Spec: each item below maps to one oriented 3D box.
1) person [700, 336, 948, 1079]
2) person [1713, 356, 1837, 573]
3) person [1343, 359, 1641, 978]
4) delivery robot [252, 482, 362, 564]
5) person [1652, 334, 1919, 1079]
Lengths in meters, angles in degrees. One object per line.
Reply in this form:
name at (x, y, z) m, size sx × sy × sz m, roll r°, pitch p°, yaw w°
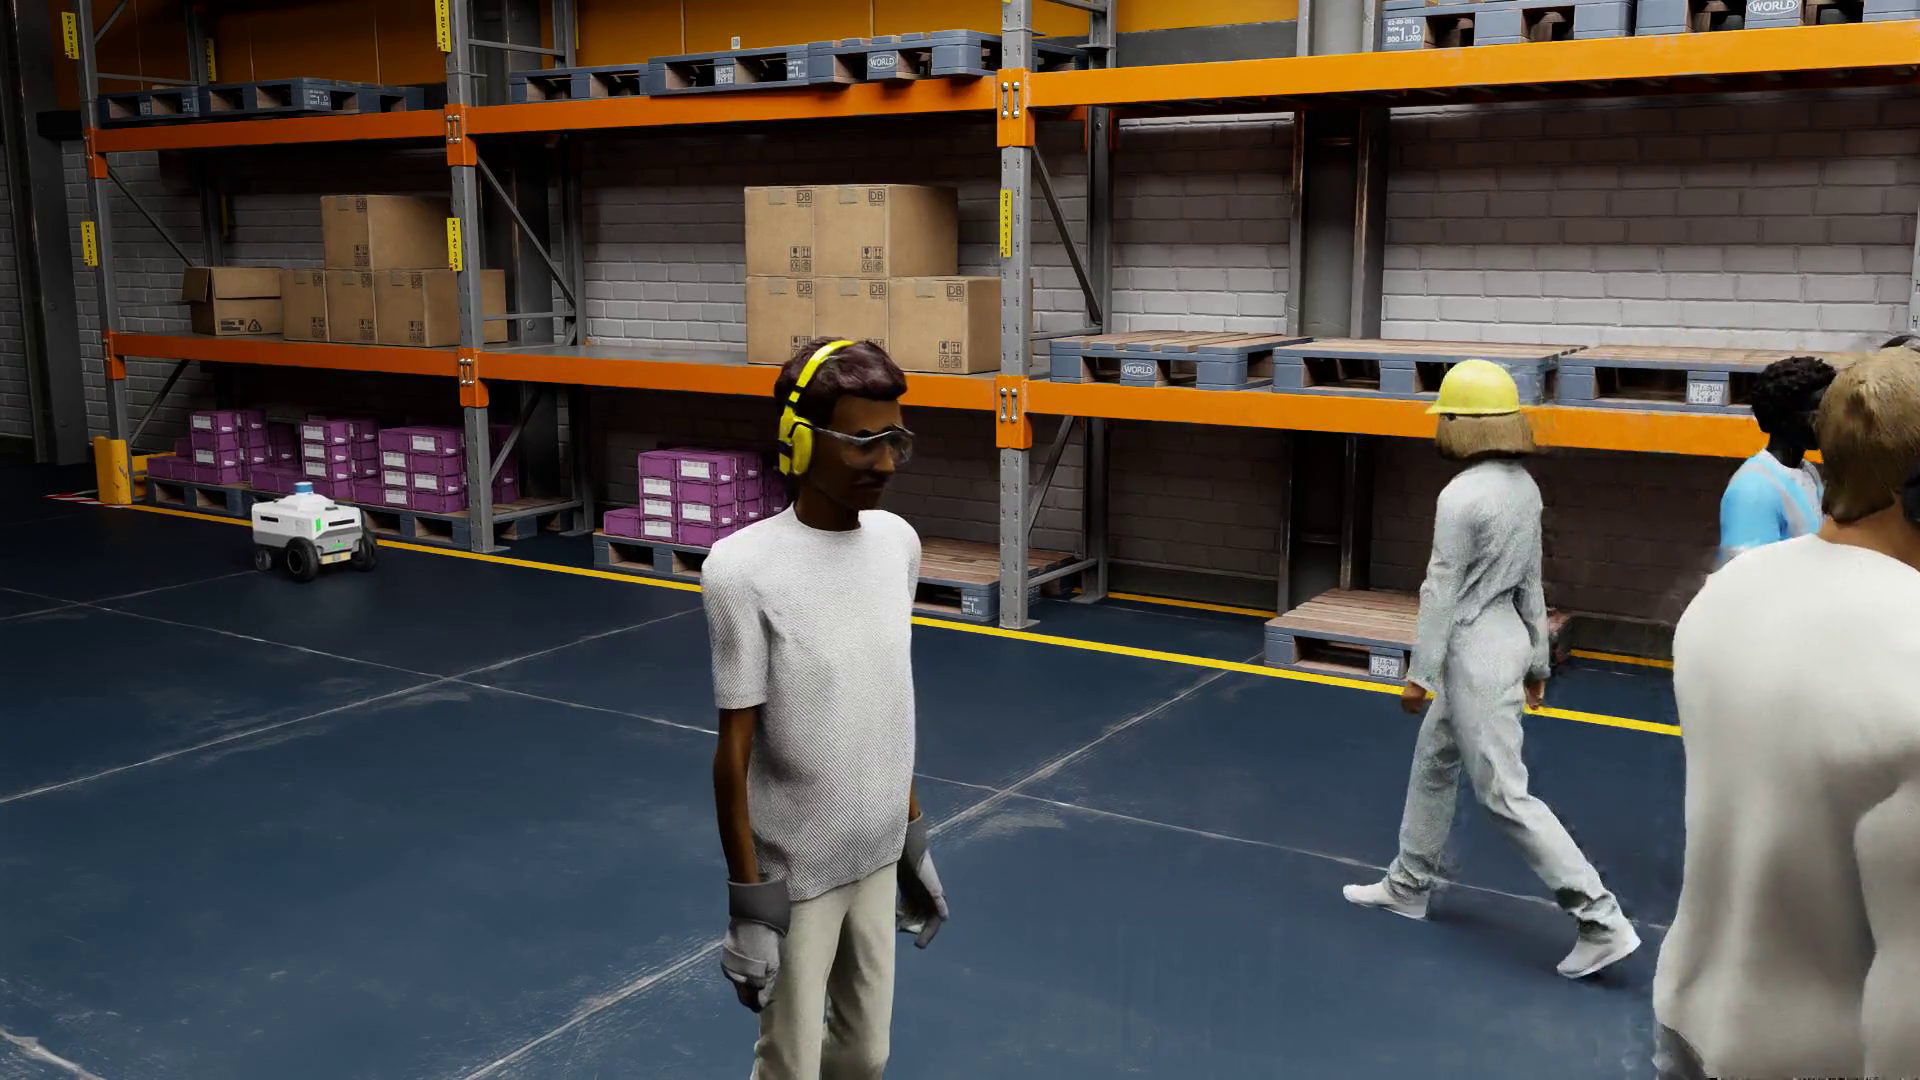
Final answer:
person at (-0.212, 0.584, 2.889) m, size 0.329 × 1.865 × 0.507 m, roll 8°, pitch 13°, yaw 36°
person at (2.354, 0.311, 4.861) m, size 0.317 × 1.695 × 0.540 m, roll 9°, pitch 13°, yaw 39°
person at (1.518, 0.348, 4.660) m, size 0.882 × 1.700 × 0.477 m, roll 8°, pitch 13°, yaw 36°
delivery robot at (-3.967, -0.109, 10.091) m, size 0.707 × 0.478 × 0.477 m, roll 7°, pitch 12°, yaw 34°
person at (1.262, 0.686, 2.215) m, size 0.957 × 1.896 × 0.656 m, roll -1°, pitch 10°, yaw -8°
